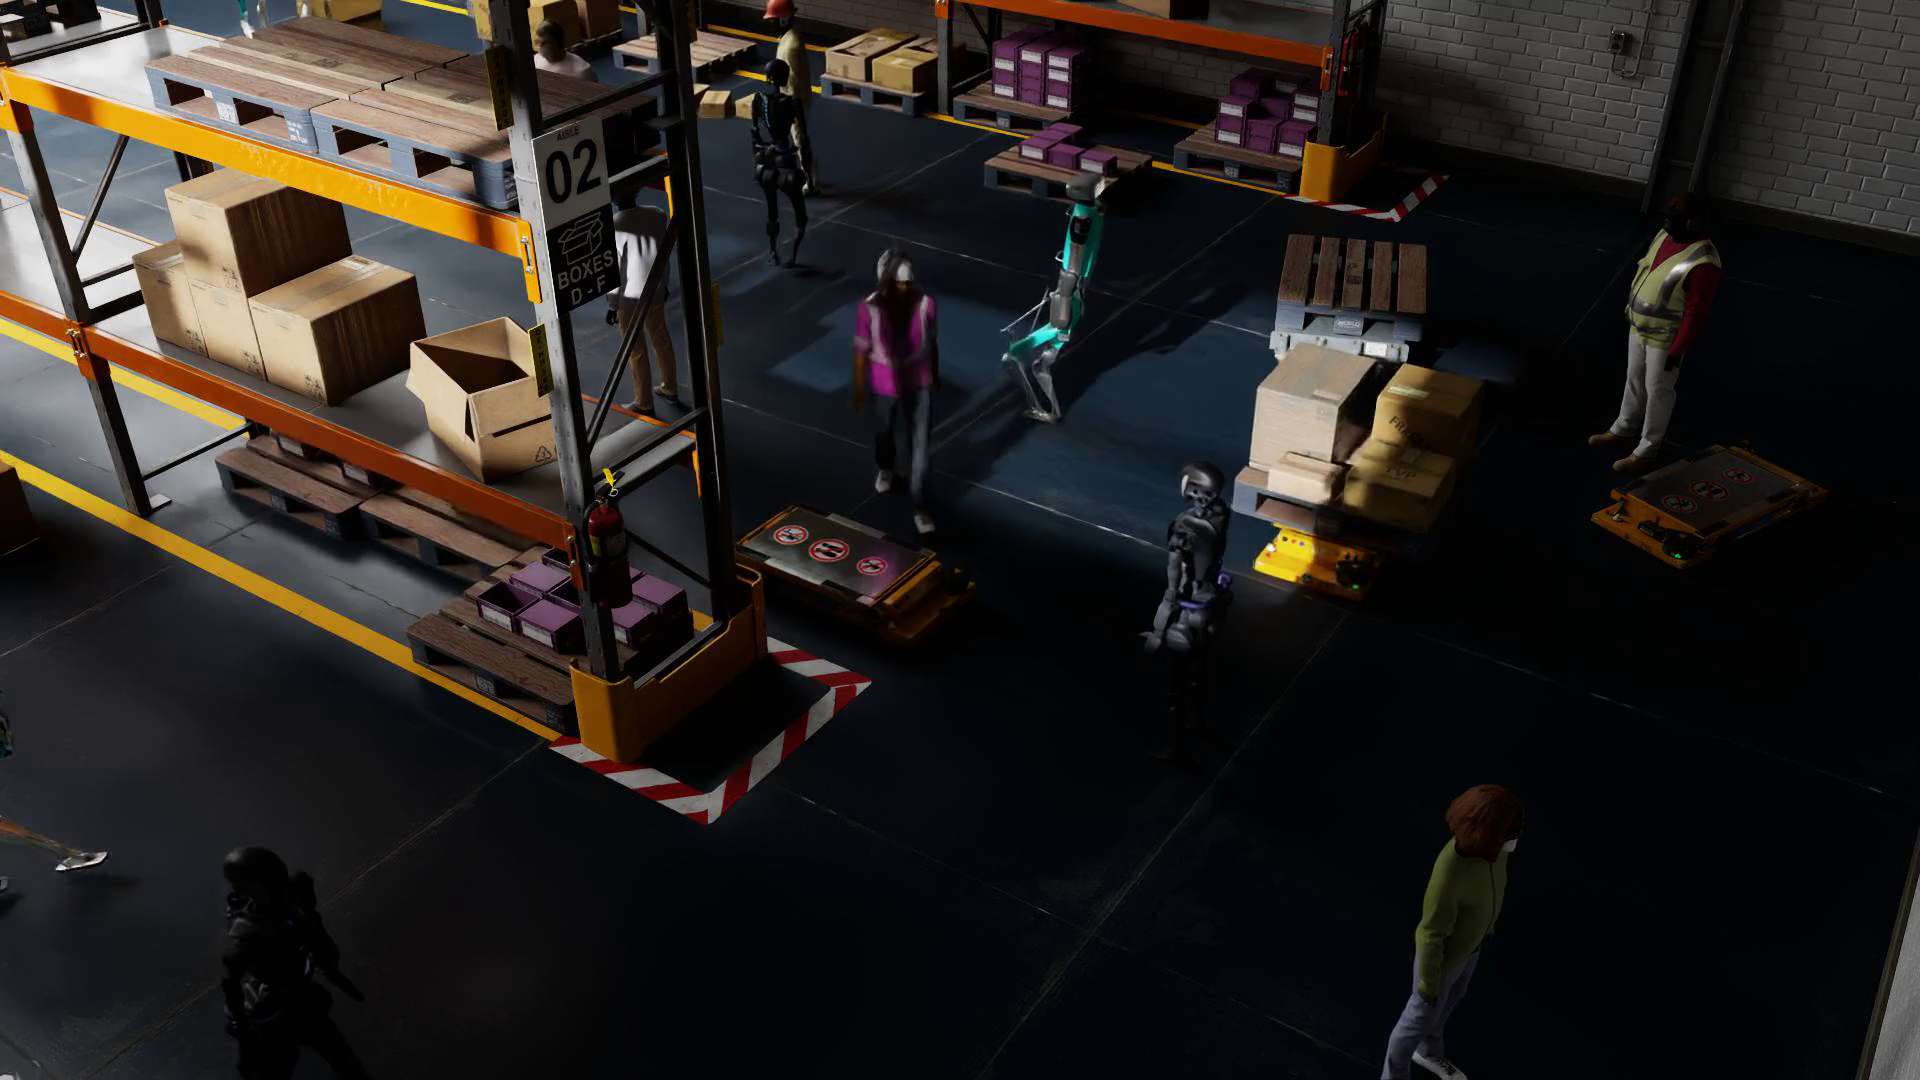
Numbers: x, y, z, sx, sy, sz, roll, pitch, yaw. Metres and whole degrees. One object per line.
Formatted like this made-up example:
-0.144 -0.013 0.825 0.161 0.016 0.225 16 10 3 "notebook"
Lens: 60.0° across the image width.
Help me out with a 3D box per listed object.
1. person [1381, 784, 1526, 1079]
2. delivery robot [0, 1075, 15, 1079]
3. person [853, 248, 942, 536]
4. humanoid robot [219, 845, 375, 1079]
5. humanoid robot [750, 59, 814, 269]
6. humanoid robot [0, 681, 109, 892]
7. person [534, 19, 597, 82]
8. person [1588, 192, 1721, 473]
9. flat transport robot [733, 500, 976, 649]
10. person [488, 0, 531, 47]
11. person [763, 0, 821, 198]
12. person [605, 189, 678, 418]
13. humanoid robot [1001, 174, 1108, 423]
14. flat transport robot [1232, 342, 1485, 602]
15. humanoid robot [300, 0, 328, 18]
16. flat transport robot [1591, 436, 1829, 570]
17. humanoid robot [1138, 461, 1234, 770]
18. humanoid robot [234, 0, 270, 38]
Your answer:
1.861 1.541 6.260 0.281 1.624 0.492 26 41 34 "person"
-3.771 2.291 6.062 0.739 0.564 0.499 -22 39 -30 "delivery robot"
-0.373 -0.948 9.946 0.560 1.784 0.917 -5 33 -7 "person"
-2.395 1.718 5.976 0.739 1.626 0.591 6 34 10 "humanoid robot"
-1.432 -2.936 13.102 0.590 1.647 0.412 19 37 26 "humanoid robot"
-4.337 0.935 7.076 0.891 1.741 0.559 -5 33 -8 "humanoid robot"
-3.125 -3.174 13.221 0.634 1.937 0.354 12 35 18 "person"
4.378 -1.302 10.434 0.429 1.844 0.625 -4 33 -6 "person"
-0.681 0.172 9.609 1.431 0.231 0.659 20 38 28 "flat transport robot"
-4.046 -4.386 15.072 0.491 1.954 0.422 26 41 34 "person"
-1.465 -3.854 14.456 0.398 1.737 0.573 -5 33 -8 "person"
-2.159 -1.658 11.061 0.341 1.747 0.570 22 39 30 "person"
0.561 -1.509 10.932 0.750 1.870 0.545 9 34 13 "humanoid robot"
2.357 -0.135 10.080 0.659 0.231 1.431 17 37 25 "flat transport robot"
-7.154 -6.209 18.088 0.531 1.796 0.793 2 33 2 "humanoid robot"
4.634 -0.240 10.242 1.431 0.231 0.659 -20 38 -27 "flat transport robot"
1.105 0.353 8.033 0.323 1.653 0.601 21 39 29 "humanoid robot"
-7.699 -6.016 17.802 0.584 1.779 0.889 -18 37 -26 "humanoid robot"
